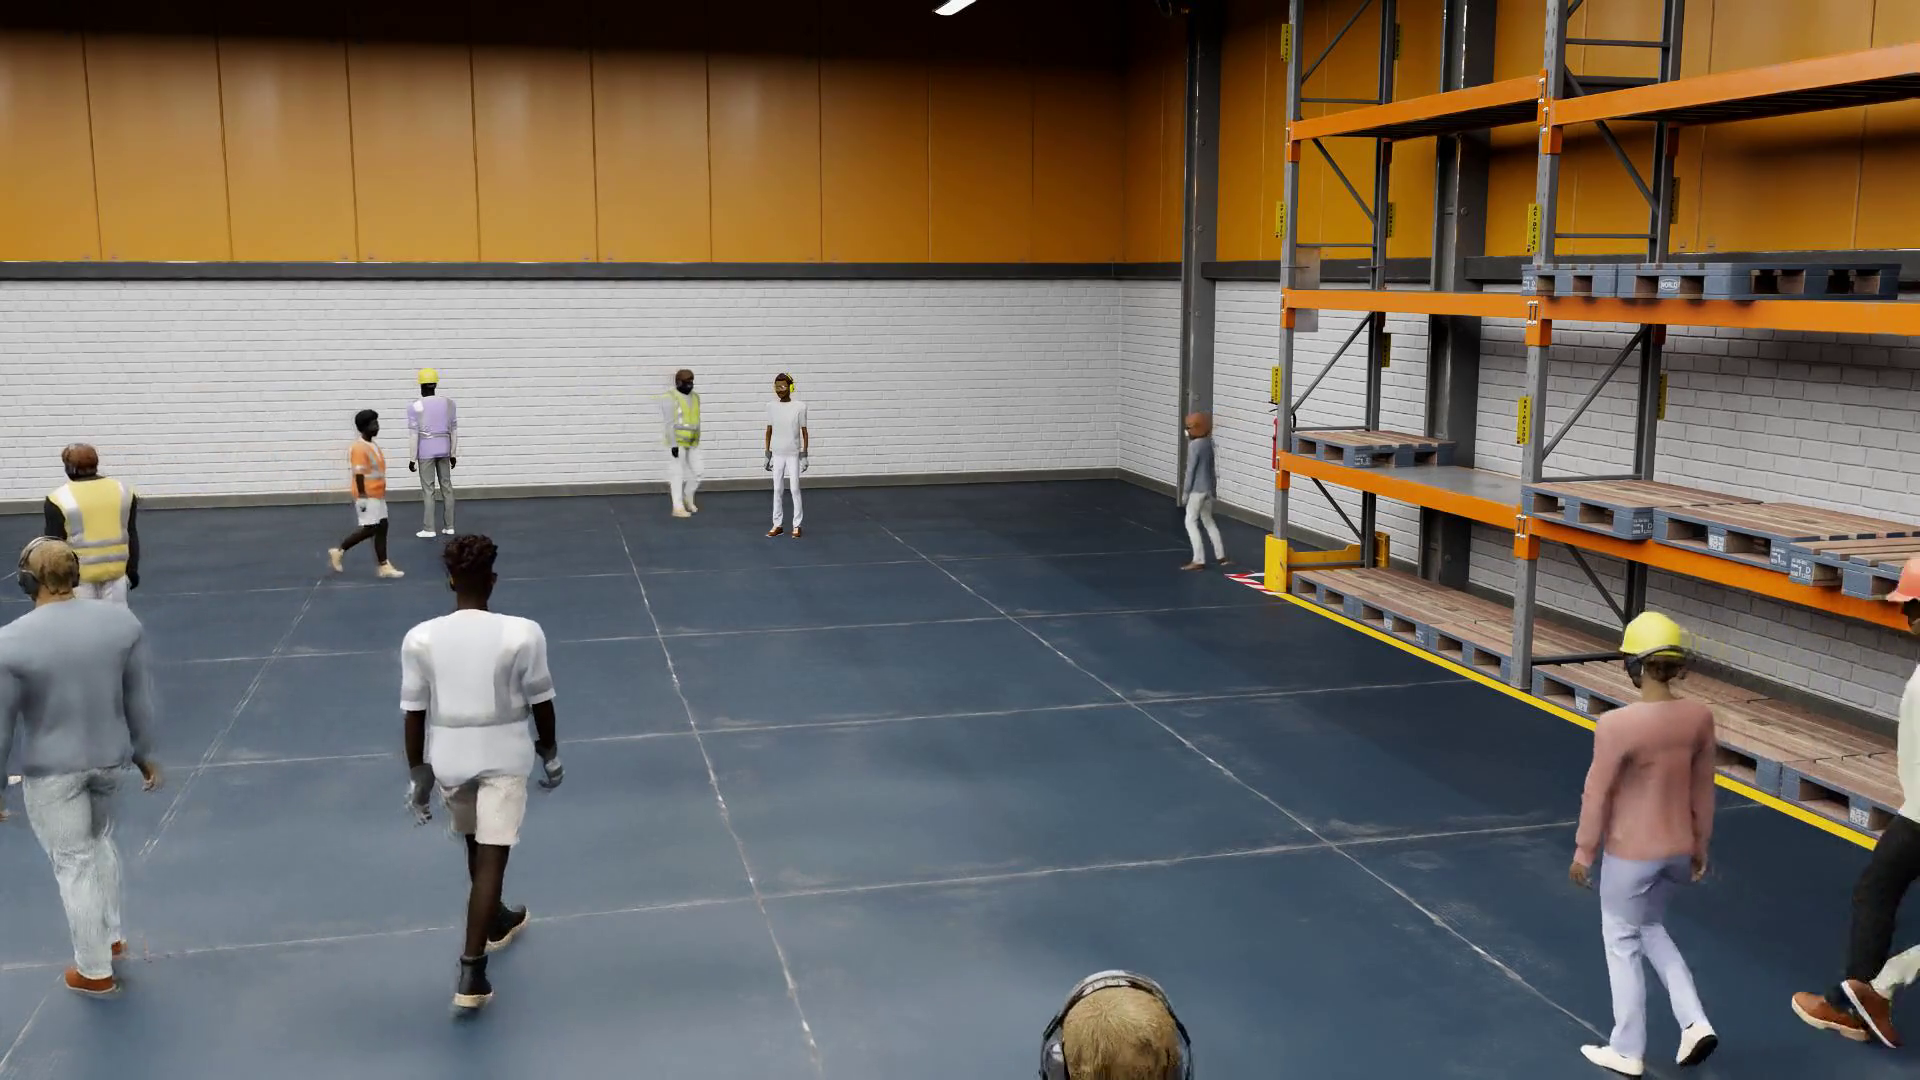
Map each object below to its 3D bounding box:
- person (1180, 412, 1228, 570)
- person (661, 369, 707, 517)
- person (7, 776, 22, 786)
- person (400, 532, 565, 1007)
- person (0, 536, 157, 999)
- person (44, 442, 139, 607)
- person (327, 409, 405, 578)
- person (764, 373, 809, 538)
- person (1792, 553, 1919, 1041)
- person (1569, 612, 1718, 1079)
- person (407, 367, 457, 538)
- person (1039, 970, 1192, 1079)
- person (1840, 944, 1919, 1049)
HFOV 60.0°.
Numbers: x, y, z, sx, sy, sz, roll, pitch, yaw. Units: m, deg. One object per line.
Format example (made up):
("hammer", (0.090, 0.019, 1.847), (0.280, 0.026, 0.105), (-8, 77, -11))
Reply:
("person", (2.464, -0.494, 16.765), (0.411, 1.605, 0.646), (6, 11, 31))
("person", (-3.378, -1.182, 20.389), (0.448, 1.829, 0.625), (7, 11, 36))
("person", (-5.697, 0.630, 9.307), (0.536, 1.742, 0.725), (5, 10, 30))
("person", (-2.007, 0.924, 6.974), (0.605, 1.920, 1.023), (1, 9, 5))
("person", (-3.696, 0.933, 6.855), (0.546, 1.922, 0.660), (6, 11, 31))
("person", (-5.990, 0.232, 11.526), (0.598, 1.829, 0.643), (7, 11, 36))
("person", (-5.809, -0.444, 16.191), (0.640, 1.677, 0.543), (0, 9, 0))
("person", (-1.963, -0.951, 18.791), (0.532, 1.868, 0.310), (2, 9, 14))
("person", (3.644, 1.003, 6.340), (0.637, 1.953, 0.882), (-5, 11, -31))
("person", (2.530, 1.140, 6.117), (0.527, 1.750, 0.420), (-4, 10, -26))
("person", (-5.967, -0.983, 18.813), (0.369, 1.927, 0.587), (9, 13, 43))
("person", (0.225, 1.609, 2.795), (0.635, 1.869, 1.063), (-1, 9, -3))
("person", (3.742, 1.104, 6.097), (0.739, 1.837, 0.529), (6, 11, 34))
